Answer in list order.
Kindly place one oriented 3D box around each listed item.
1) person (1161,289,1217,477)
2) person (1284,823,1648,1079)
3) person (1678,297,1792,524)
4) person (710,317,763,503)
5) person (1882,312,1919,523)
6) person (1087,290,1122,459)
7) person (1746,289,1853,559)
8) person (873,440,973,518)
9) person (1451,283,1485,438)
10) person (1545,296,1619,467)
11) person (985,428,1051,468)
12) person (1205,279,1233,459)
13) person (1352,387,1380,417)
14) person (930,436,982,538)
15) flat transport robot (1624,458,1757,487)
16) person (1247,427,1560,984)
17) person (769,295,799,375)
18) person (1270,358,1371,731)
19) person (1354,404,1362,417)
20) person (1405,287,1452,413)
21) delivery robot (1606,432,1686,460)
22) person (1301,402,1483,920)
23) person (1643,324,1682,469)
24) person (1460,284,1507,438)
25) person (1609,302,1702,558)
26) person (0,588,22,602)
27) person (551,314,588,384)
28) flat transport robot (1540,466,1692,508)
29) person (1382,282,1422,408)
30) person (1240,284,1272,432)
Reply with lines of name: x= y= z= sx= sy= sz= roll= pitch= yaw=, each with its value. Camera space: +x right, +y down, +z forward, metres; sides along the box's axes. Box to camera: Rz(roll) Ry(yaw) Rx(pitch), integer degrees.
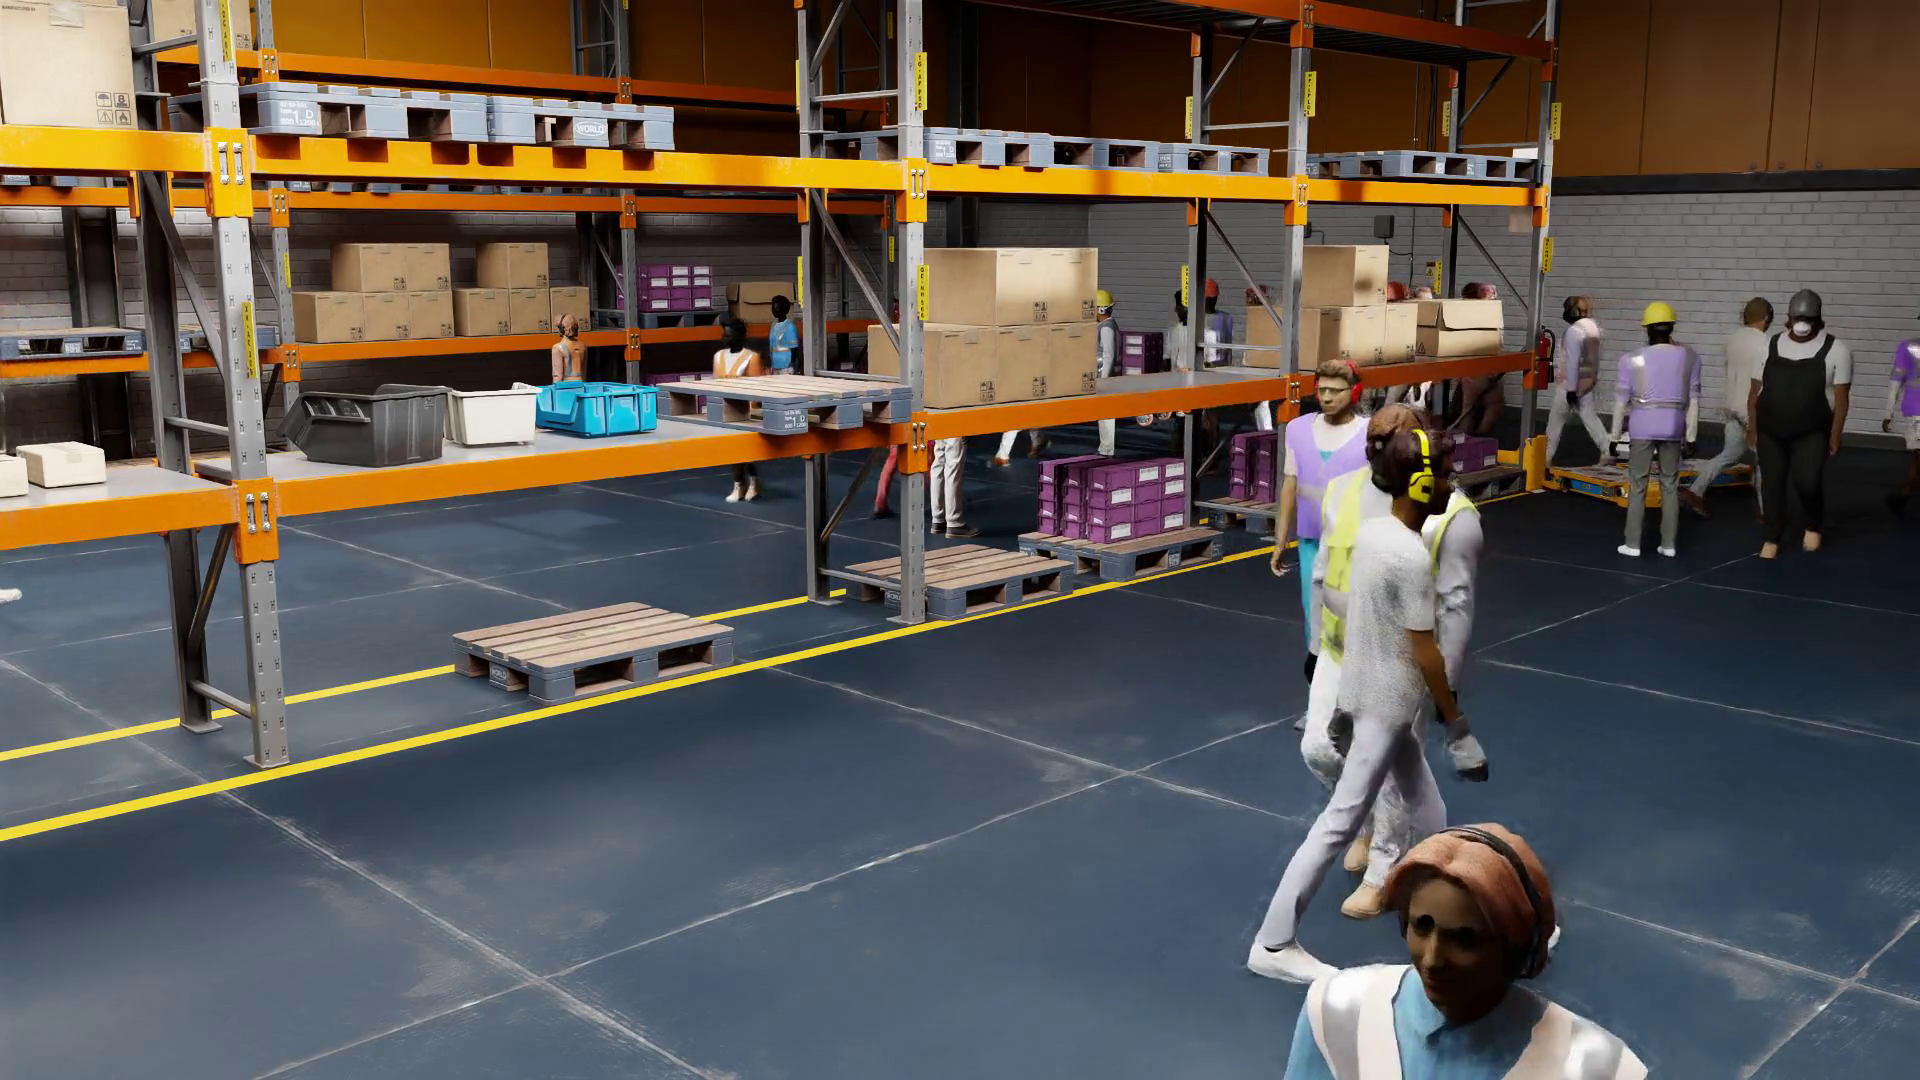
person: x=2.186 y=-1.525 z=16.348 sx=1.054 sy=1.895 sz=0.645 roll=-7 pitch=12 yaw=-32
person: x=0.656 y=1.188 z=2.343 sx=0.529 sy=1.614 sz=0.729 roll=9 pitch=14 yaw=40
person: x=6.538 y=-1.074 z=13.929 sx=0.830 sy=1.904 sz=0.689 roll=-2 pitch=11 yaw=-9
person: x=-2.017 y=-1.162 z=14.957 sx=0.539 sy=1.681 sz=0.368 roll=8 pitch=13 yaw=36
person: x=8.136 y=-1.087 z=14.047 sx=0.567 sy=1.876 sz=0.962 roll=1 pitch=10 yaw=5
person: x=1.502 y=-1.724 z=17.611 sx=0.404 sy=1.830 sz=0.600 roll=1 pitch=10 yaw=3
person: x=6.181 y=-0.864 z=12.353 sx=0.684 sy=2.000 sz=0.541 roll=9 pitch=13 yaw=39
person: x=-0.354 y=-1.039 z=14.221 sx=0.962 sy=1.703 sz=0.541 roll=-7 pitch=12 yaw=-33
person: x=5.590 y=-1.863 z=18.230 sx=0.491 sy=1.894 sz=0.653 roll=4 pitch=11 yaw=20
person: x=6.348 y=-1.592 z=17.016 sx=0.929 sy=1.804 sz=0.658 roll=10 pitch=14 yaw=42
person: x=0.658 y=-1.726 z=17.551 sx=1.100 sy=1.874 sz=0.644 roll=-10 pitch=14 yaw=-43
person: x=2.665 y=-1.833 z=17.921 sx=0.551 sy=1.936 sz=0.357 roll=0 pitch=10 yaw=0
person: x=4.094 y=-1.476 z=16.901 sx=0.518 sy=1.597 sz=0.833 roll=9 pitch=14 yaw=41
person: x=-0.062 y=-0.955 z=13.284 sx=0.355 sy=1.882 sz=0.576 roll=-5 pitch=12 yaw=-26
flat transport robot: x=6.944 y=-0.622 z=15.865 sx=1.431 sy=0.197 sz=0.652 roll=-4 pitch=11 yaw=-20
person: x=1.416 y=0.549 z=5.275 sx=1.029 sy=1.807 sz=0.522 roll=1 pitch=10 yaw=3
person: x=-2.107 y=-2.070 z=19.868 sx=0.319 sy=1.695 sz=0.538 roll=-7 pitch=12 yaw=-33
person: x=1.807 y=0.033 z=8.048 sx=0.584 sy=1.831 sz=0.433 roll=10 pitch=14 yaw=43
person: x=4.758 y=-2.236 z=20.202 sx=0.409 sy=1.907 sz=0.649 roll=2 pitch=11 yaw=10
person: x=4.968 y=-1.799 z=17.957 sx=0.657 sy=1.851 sz=1.021 roll=-6 pitch=12 yaw=-28
delivery robot: x=6.838 y=-0.944 z=16.588 sx=0.707 sy=0.478 sz=0.477 roll=9 pitch=14 yaw=40
person: x=1.512 y=0.422 z=5.906 sx=0.436 sy=1.831 sz=0.653 roll=-10 pitch=14 yaw=-44
person: x=6.648 y=-1.327 z=15.737 sx=0.437 sy=1.724 sz=0.557 roll=2 pitch=11 yaw=11
person: x=5.645 y=-1.819 z=17.979 sx=0.455 sy=1.883 sz=0.665 roll=-5 pitch=12 yaw=-26
person: x=5.177 y=-0.808 z=12.395 sx=0.600 sy=1.916 sz=0.397 roll=1 pitch=10 yaw=6
person: x=-6.596 y=-0.499 z=10.487 sx=0.622 sy=2.008 sz=1.009 roll=10 pitch=14 yaw=43
person: x=-3.836 y=-1.401 z=16.381 sx=0.306 sy=1.640 sz=0.521 roll=4 pitch=11 yaw=21
flat transport robot: x=6.002 y=-0.501 z=15.206 sx=0.652 sy=0.197 sz=1.431 roll=-2 pitch=11 yaw=-13
person: x=4.333 y=-1.626 z=16.797 sx=1.036 sy=1.935 sz=0.658 roll=-4 pitch=11 yaw=-19
person: x=3.298 y=-1.885 z=18.395 sx=0.501 sy=1.861 sz=0.592 roll=5 pitch=12 yaw=26
